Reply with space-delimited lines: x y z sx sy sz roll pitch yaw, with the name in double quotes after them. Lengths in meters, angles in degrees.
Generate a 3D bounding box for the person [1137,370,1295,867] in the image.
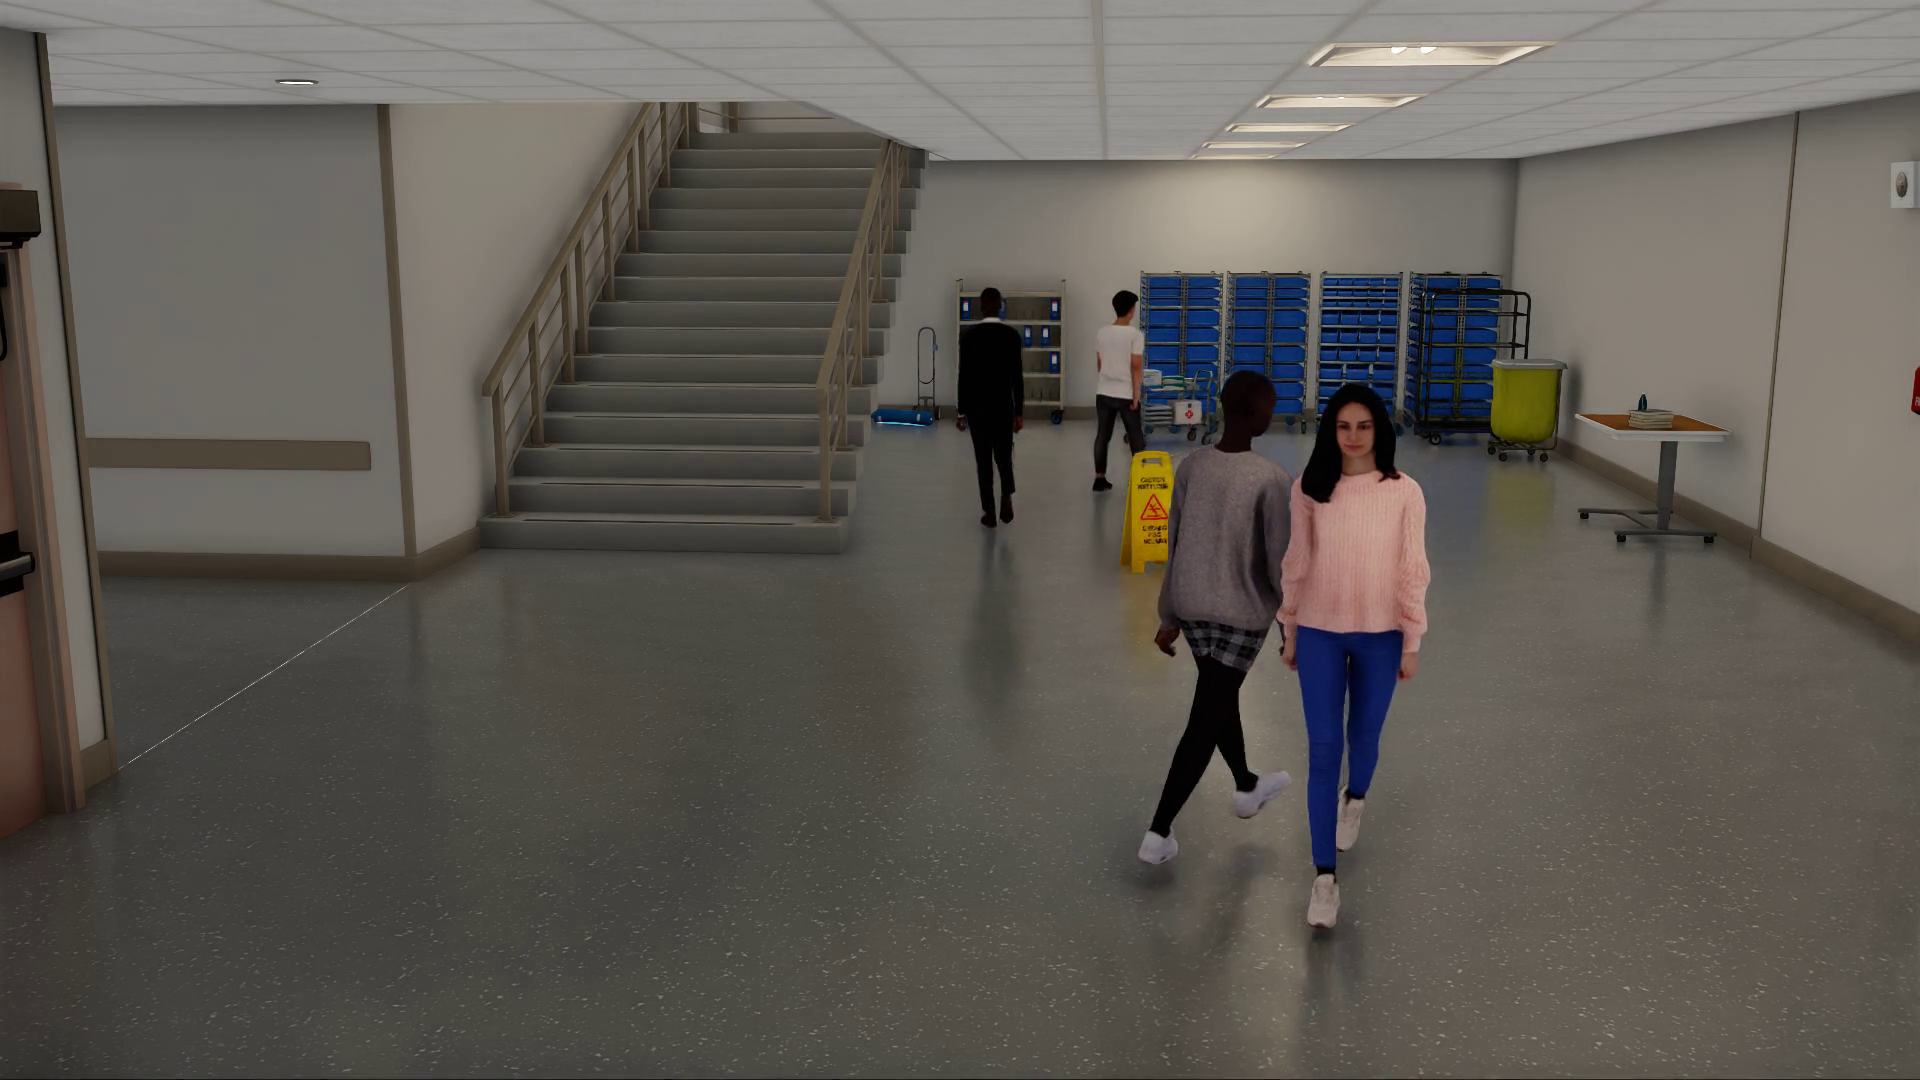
0.873 0.347 5.820 1.072 1.663 1.263 8 13 37 "person"

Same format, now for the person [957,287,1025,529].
0.243 -0.954 12.333 0.763 1.791 0.911 -2 11 -9 "person"

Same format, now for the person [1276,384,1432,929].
1.330 0.355 5.619 0.772 1.722 1.210 3 11 13 "person"

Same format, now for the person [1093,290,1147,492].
1.291 -1.243 14.139 0.943 1.685 1.137 7 13 31 "person"
